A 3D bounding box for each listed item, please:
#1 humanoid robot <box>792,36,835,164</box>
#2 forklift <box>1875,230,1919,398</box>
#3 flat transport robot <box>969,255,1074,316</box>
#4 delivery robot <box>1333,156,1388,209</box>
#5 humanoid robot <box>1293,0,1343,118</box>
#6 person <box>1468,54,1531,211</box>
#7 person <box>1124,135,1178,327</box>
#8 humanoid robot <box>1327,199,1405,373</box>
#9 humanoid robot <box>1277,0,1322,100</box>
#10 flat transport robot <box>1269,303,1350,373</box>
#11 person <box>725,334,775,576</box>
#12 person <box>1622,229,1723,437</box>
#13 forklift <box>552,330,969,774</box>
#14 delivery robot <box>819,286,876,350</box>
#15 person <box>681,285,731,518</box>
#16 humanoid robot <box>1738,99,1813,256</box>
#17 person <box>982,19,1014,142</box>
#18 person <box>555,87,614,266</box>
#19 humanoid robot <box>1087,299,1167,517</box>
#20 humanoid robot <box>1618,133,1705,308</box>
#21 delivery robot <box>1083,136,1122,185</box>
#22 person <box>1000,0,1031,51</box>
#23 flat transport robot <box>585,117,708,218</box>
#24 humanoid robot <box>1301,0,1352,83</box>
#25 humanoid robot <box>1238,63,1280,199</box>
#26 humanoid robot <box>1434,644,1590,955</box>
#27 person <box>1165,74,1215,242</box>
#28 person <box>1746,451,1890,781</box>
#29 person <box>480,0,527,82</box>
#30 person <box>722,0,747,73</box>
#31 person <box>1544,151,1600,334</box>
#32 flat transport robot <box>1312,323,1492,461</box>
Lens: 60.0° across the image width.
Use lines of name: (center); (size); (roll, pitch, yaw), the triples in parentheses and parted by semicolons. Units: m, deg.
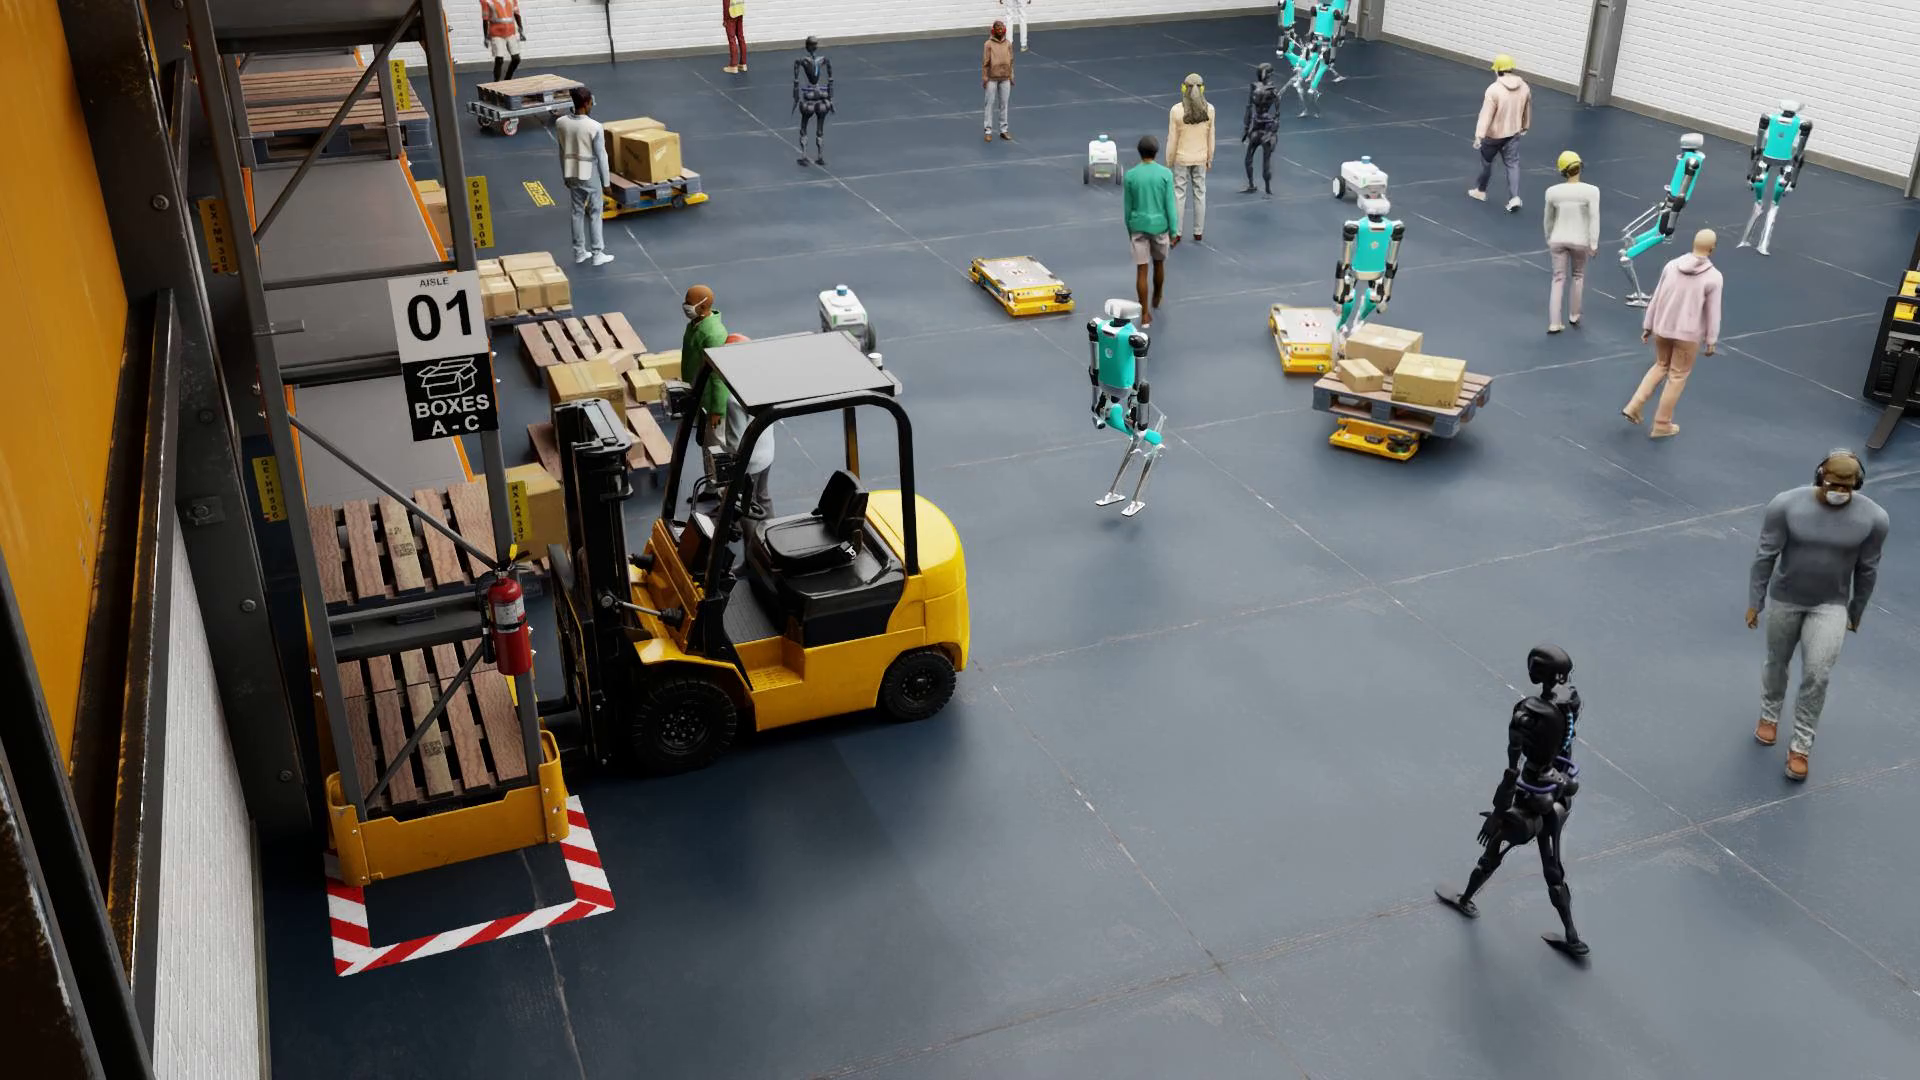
humanoid robot: (-1.928, -5.817, 21.996); (0.585, 1.632, 0.382); (-11, 29, -21)
forklift: (9.029, -2.397, 14.618); (1.214, 2.155, 2.313); (18, 32, 32)
flat transport robot: (0.624, -2.656, 17.270); (0.659, 0.231, 1.431); (-8, 28, -16)
delivery robot: (4.957, -4.420, 20.443); (0.499, 0.578, 0.764); (-5, 27, -10)
humanoid robot: (5.165, -7.061, 24.395); (0.707, 1.787, 0.530); (-21, 34, -36)
person: (6.567, -4.927, 20.062); (0.795, 1.816, 0.955); (-5, 27, -10)
person: (1.871, -3.081, 16.408); (0.530, 1.797, 0.933); (2, 27, 5)
humanoid robot: (3.532, -2.197, 14.789); (0.541, 1.825, 0.767); (-1, 27, -3)
humanoid robot: (5.241, -7.532, 25.380); (0.998, 1.778, 0.543); (14, 30, 26)
flat transport robot: (3.338, -1.919, 15.804); (0.659, 0.231, 1.431); (2, 27, 3)
person: (-1.471, -0.590, 11.522); (0.345, 1.740, 0.572); (8, 28, 16)
person: (5.903, -1.677, 13.656); (0.450, 1.764, 0.562); (-18, 32, -31)
forklift: (-1.094, 0.010, 9.831); (2.313, 2.155, 1.214); (-10, 28, -20)
delivery robot: (-1.116, -2.128, 15.899); (0.499, 0.592, 0.795); (-7, 28, -13)
person: (-1.870, -1.037, 12.365); (0.384, 1.784, 0.536); (-13, 30, -24)
humanoid robot: (8.995, -4.010, 18.341); (0.604, 1.786, 0.819); (18, 32, 32)
person: (0.523, -6.419, 23.211); (0.470, 1.651, 0.331); (-9, 28, -17)
person: (-4.048, -3.909, 17.943); (0.600, 1.907, 0.398); (11, 29, 21)
humanoid robot: (1.297, -1.013, 12.218); (0.735, 1.677, 0.533); (-23, 35, -38)
humanoid robot: (6.955, -3.211, 16.717); (0.750, 1.754, 0.531); (9, 28, 16)
delivery robot: (1.835, -4.894, 21.402); (0.499, 0.593, 0.797); (1, 27, 3)
person: (0.978, -9.557, 29.201); (0.572, 1.883, 0.355); (0, 27, 1)
flat transport robot: (-3.876, -4.190, 20.322); (1.431, 0.231, 0.659); (-17, 31, -31)
humanoid robot: (5.778, -8.022, 26.343); (1.048, 1.743, 0.558); (-12, 29, -22)
humanoid robot: (3.728, -5.041, 20.463); (0.361, 1.644, 0.601); (-17, 31, -31)
humanoid robot: (2.776, 1.231, 8.028); (0.610, 1.622, 0.794); (-20, 33, -34)
person: (2.588, -4.284, 18.723); (0.554, 1.877, 0.407); (-4, 27, -8)
person: (4.747, 0.406, 9.348); (0.631, 1.914, 0.796); (14, 30, 25)
person: (-7.068, -7.821, 25.680); (0.627, 1.939, 0.489); (-22, 34, -37)
person: (-3.739, -8.652, 27.529); (0.375, 1.768, 0.471); (18, 32, 32)
person: (5.916, -2.892, 16.129); (0.591, 1.709, 0.713); (14, 30, 26)
flat transport robot: (3.715, -1.045, 14.066); (0.659, 0.231, 1.431); (16, 31, 29)
